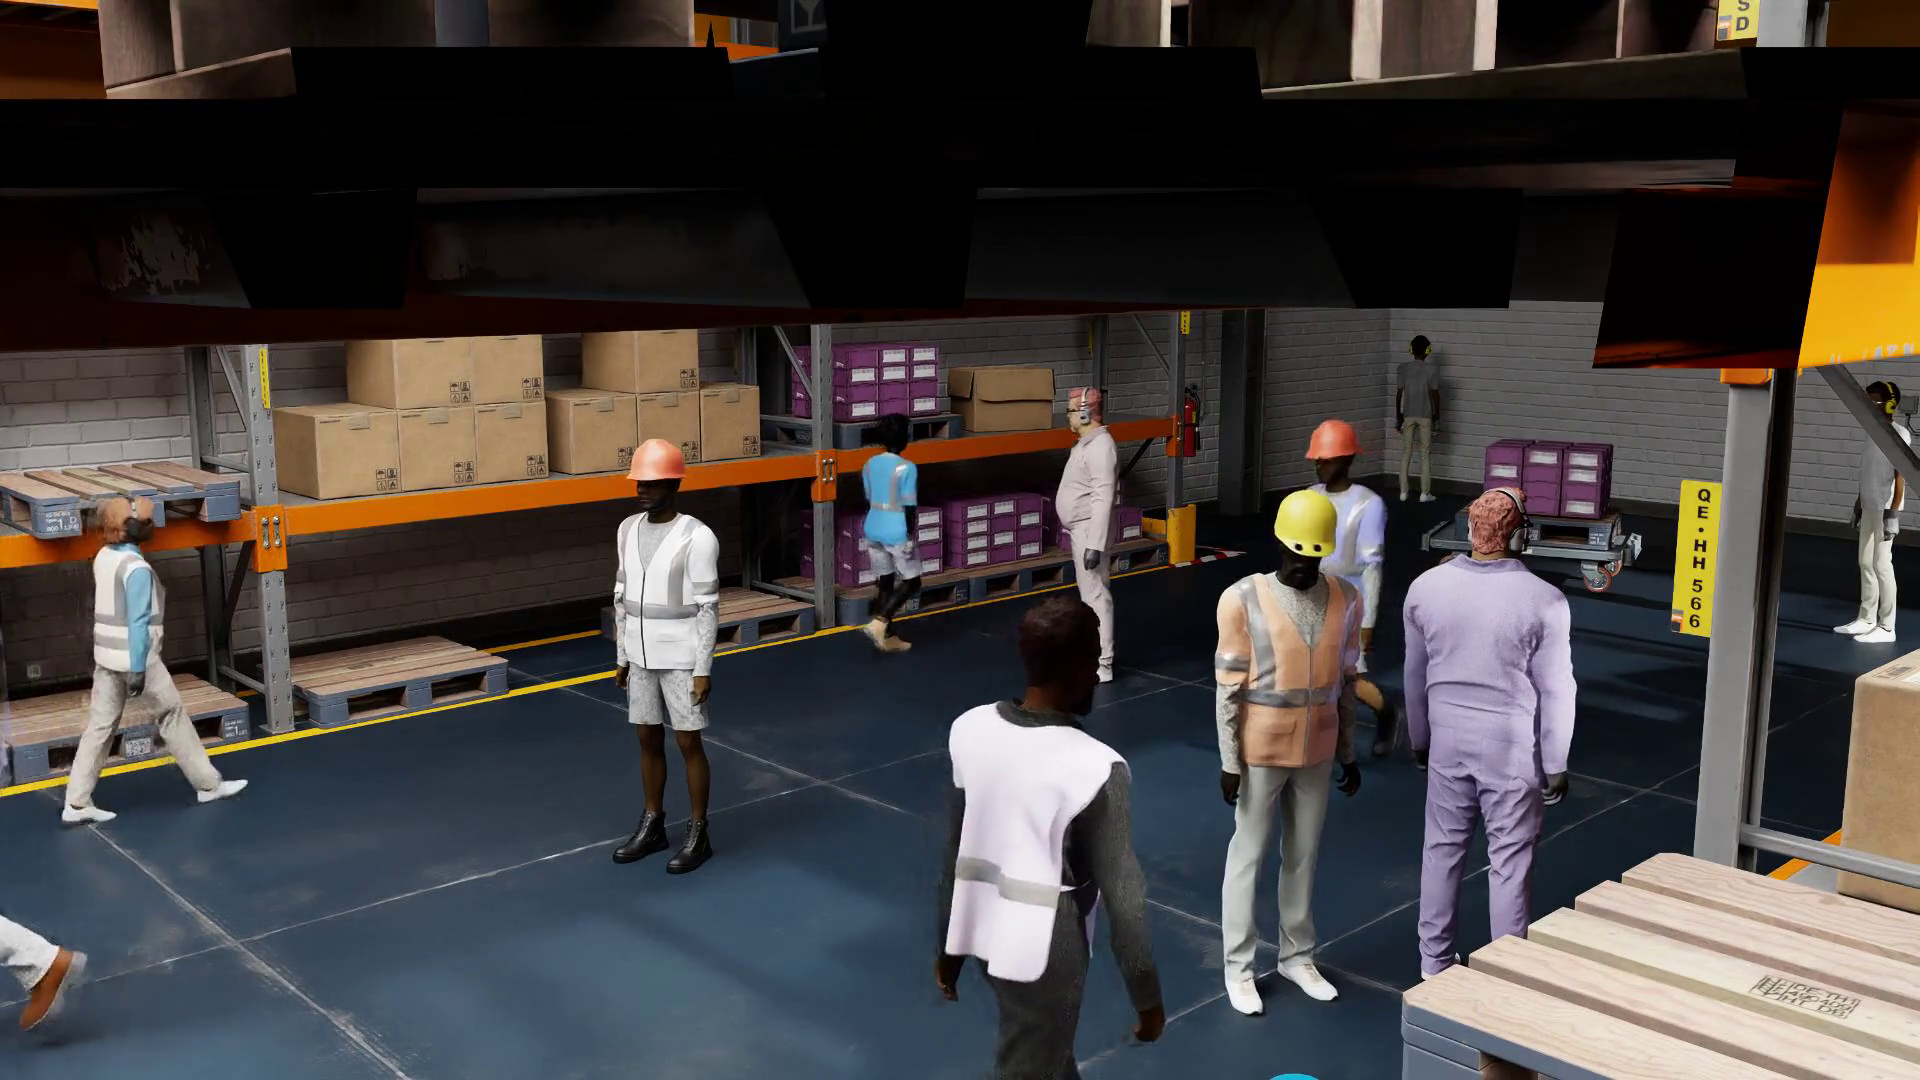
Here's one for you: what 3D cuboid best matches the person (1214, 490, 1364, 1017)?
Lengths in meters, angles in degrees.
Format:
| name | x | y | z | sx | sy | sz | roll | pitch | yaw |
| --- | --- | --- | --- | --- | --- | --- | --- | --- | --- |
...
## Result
| name | x | y | z | sx | sy | sz | roll | pitch | yaw |
| --- | --- | --- | --- | --- | --- | --- | --- | --- | --- |
| person | 1.205 | 0.761 | 6.048 | 0.587 | 1.916 | 0.392 | -3 | 10 | -18 |

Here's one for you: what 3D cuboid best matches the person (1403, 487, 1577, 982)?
| name | x | y | z | sx | sy | sz | roll | pitch | yaw |
| --- | --- | --- | --- | --- | --- | --- | --- | --- | --- |
| person | 1.951 | 0.753 | 6.125 | 0.639 | 1.908 | 0.409 | 9 | 13 | 41 |

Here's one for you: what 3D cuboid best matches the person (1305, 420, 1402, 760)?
| name | x | y | z | sx | sy | sz | roll | pitch | yaw |
| --- | --- | --- | --- | --- | --- | --- | --- | --- | --- |
| person | 2.008 | 0.319 | 8.622 | 0.747 | 1.918 | 0.544 | -8 | 13 | -39 |

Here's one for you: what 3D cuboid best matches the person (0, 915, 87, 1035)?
| name | x | y | z | sx | sy | sz | roll | pitch | yaw |
| --- | --- | --- | --- | --- | --- | --- | --- | --- | --- |
| person | -3.418 | 0.823 | 5.646 | 0.606 | 1.926 | 0.639 | -3 | 10 | -19 |

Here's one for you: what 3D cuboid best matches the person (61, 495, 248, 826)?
| name | x | y | z | sx | sy | sz | roll | pitch | yaw |
| --- | --- | --- | --- | --- | --- | --- | --- | --- | --- |
| person | -4.008 | 0.573 | 8.098 | 0.513 | 1.594 | 0.851 | 8 | 12 | 39 |

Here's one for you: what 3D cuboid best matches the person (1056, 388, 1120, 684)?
| name | x | y | z | sx | sy | sz | roll | pitch | yaw |
| --- | --- | --- | --- | --- | --- | --- | --- | --- | --- |
| person | 0.813 | -0.025 | 10.683 | 0.401 | 1.904 | 0.646 | 0 | 10 | 0 |

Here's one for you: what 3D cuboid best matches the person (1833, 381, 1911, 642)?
| name | x | y | z | sx | sy | sz | roll | pitch | yaw |
| --- | --- | --- | --- | --- | --- | --- | --- | --- | --- |
| person | 6.538 | -0.202 | 11.862 | 0.316 | 1.861 | 0.514 | 0 | 10 | 2 |

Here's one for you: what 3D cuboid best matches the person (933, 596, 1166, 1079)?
| name | x | y | z | sx | sy | sz | roll | pitch | yaw |
| --- | --- | --- | --- | --- | --- | --- | --- | --- | --- |
| person | 0.291 | 1.069 | 4.365 | 0.954 | 1.872 | 0.616 | -7 | 12 | -36 |

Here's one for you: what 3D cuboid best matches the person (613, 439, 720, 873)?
| name | x | y | z | sx | sy | sz | roll | pitch | yaw |
| --- | --- | --- | --- | --- | --- | --- | --- | --- | --- |
| person | -1.328 | 0.513 | 7.423 | 0.548 | 1.942 | 0.347 | 5 | 11 | 28 |

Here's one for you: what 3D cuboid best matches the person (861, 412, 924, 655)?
| name | x | y | z | sx | sy | sz | roll | pitch | yaw |
| --- | --- | --- | --- | --- | --- | --- | --- | --- | --- |
| person | -0.504 | -0.022 | 11.291 | 0.448 | 1.688 | 0.538 | -9 | 13 | -42 |

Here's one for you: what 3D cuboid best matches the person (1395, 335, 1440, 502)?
| name | x | y | z | sx | sy | sz | roll | pitch | yaw |
| --- | --- | --- | --- | --- | --- | --- | --- | --- | --- |
| person | 5.118 | -1.352 | 18.576 | 0.508 | 1.864 | 0.329 | 5 | 11 | 29 |
